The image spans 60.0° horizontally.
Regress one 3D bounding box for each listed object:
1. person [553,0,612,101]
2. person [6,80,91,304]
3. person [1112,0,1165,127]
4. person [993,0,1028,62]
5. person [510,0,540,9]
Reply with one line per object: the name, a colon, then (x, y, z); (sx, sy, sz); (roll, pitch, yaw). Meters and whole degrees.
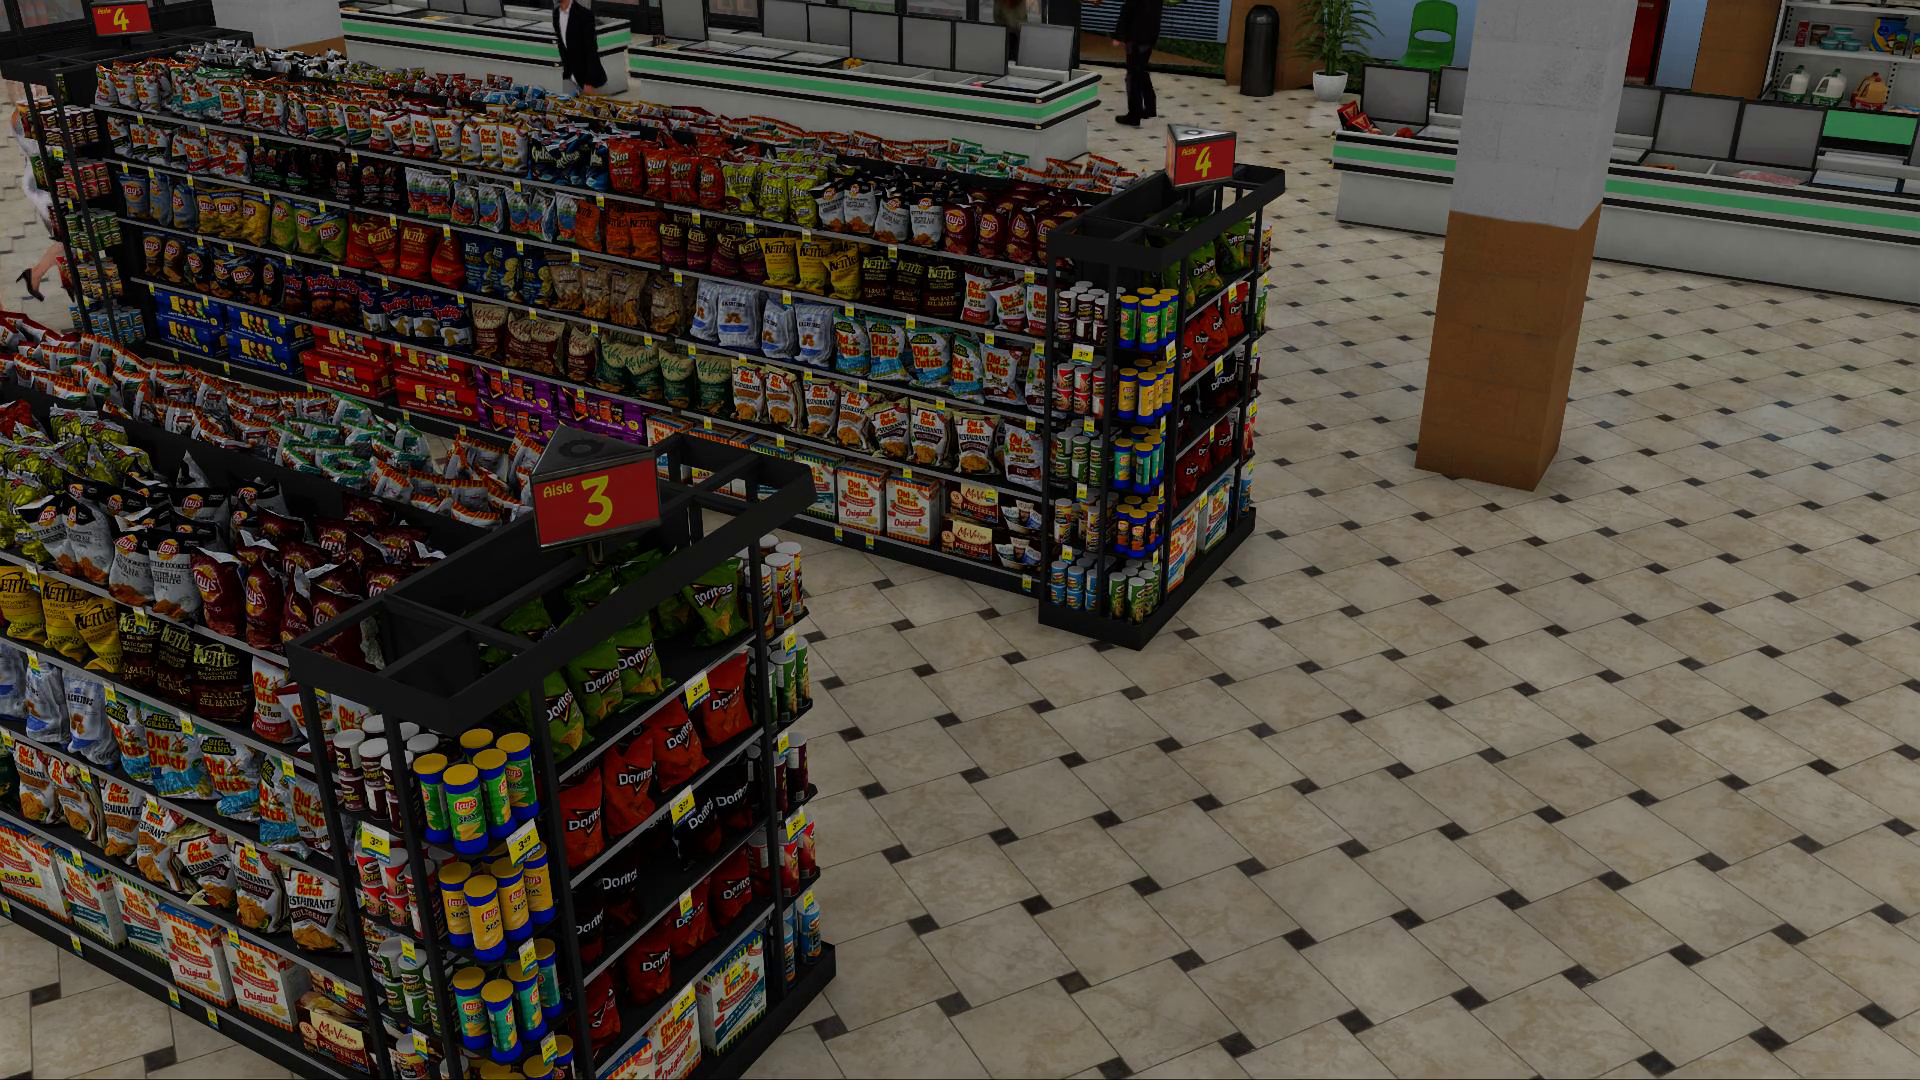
person: (-3.443, -4.354, 15.534); (1.018, 1.913, 0.849); (14, 30, 26)
person: (-6.716, -2.518, 12.108); (0.809, 1.737, 0.748); (23, 35, 38)
person: (1.949, -5.249, 17.390); (0.662, 1.830, 0.761); (19, 32, 33)
person: (0.599, -5.714, 18.729); (0.862, 1.449, 1.066); (-17, 32, -30)
person: (-5.409, -7.021, 20.997); (0.941, 1.729, 0.700); (9, 28, 17)
